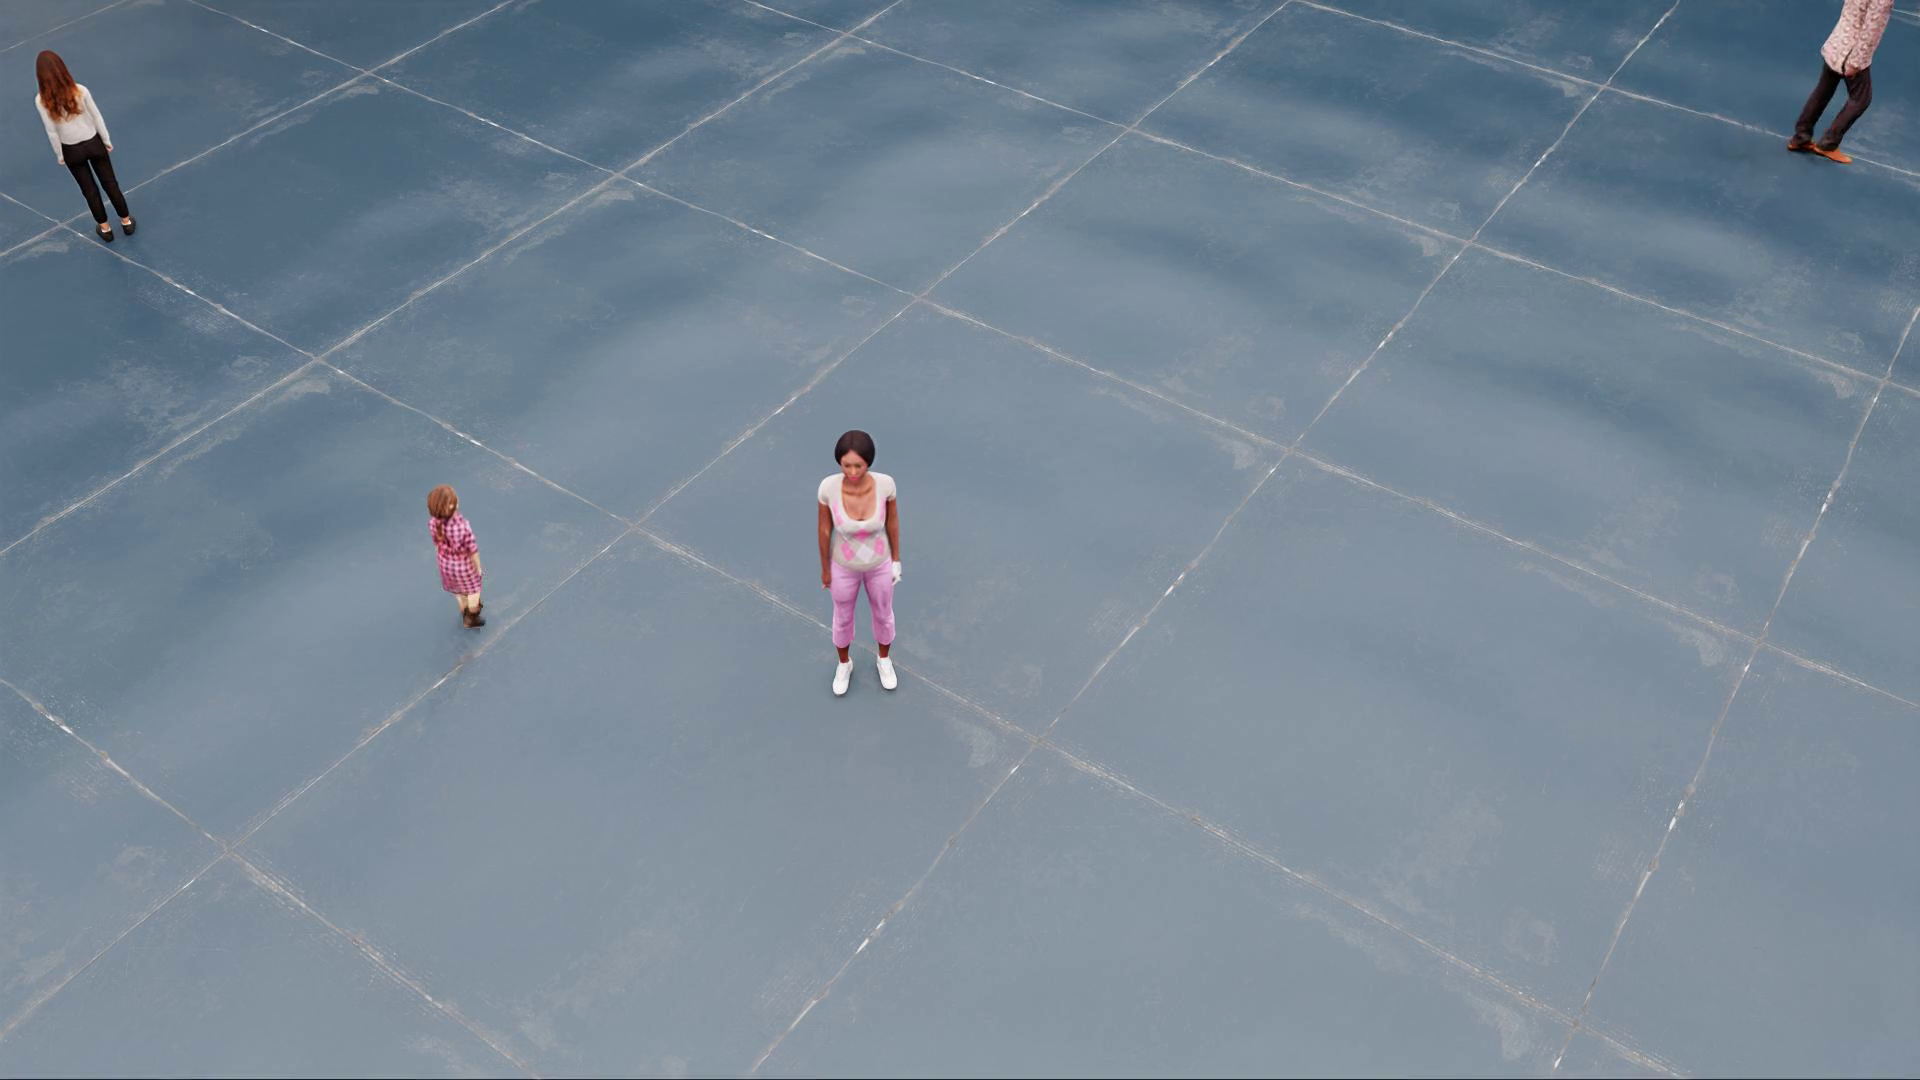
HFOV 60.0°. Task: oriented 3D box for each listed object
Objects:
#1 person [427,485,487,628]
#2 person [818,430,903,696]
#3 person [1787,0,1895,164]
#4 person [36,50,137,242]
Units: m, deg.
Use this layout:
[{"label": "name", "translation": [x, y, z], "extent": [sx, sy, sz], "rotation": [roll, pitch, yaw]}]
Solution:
[{"label": "person", "translation": [-2.836, 0.131, 9.331], "extent": [0.504, 1.017, 0.569], "rotation": [6, 43, 6]}, {"label": "person", "translation": [-0.524, 0.128, 8.804], "extent": [0.645, 1.742, 0.714], "rotation": [-5, 43, -5]}, {"label": "person", "translation": [6.874, -3.828, 13.003], "extent": [0.855, 1.793, 0.823], "rotation": [1, 43, 1]}, {"label": "person", "translation": [-6.443, -2.887, 12.221], "extent": [0.605, 1.485, 0.601], "rotation": [-24, 48, -24]}]
